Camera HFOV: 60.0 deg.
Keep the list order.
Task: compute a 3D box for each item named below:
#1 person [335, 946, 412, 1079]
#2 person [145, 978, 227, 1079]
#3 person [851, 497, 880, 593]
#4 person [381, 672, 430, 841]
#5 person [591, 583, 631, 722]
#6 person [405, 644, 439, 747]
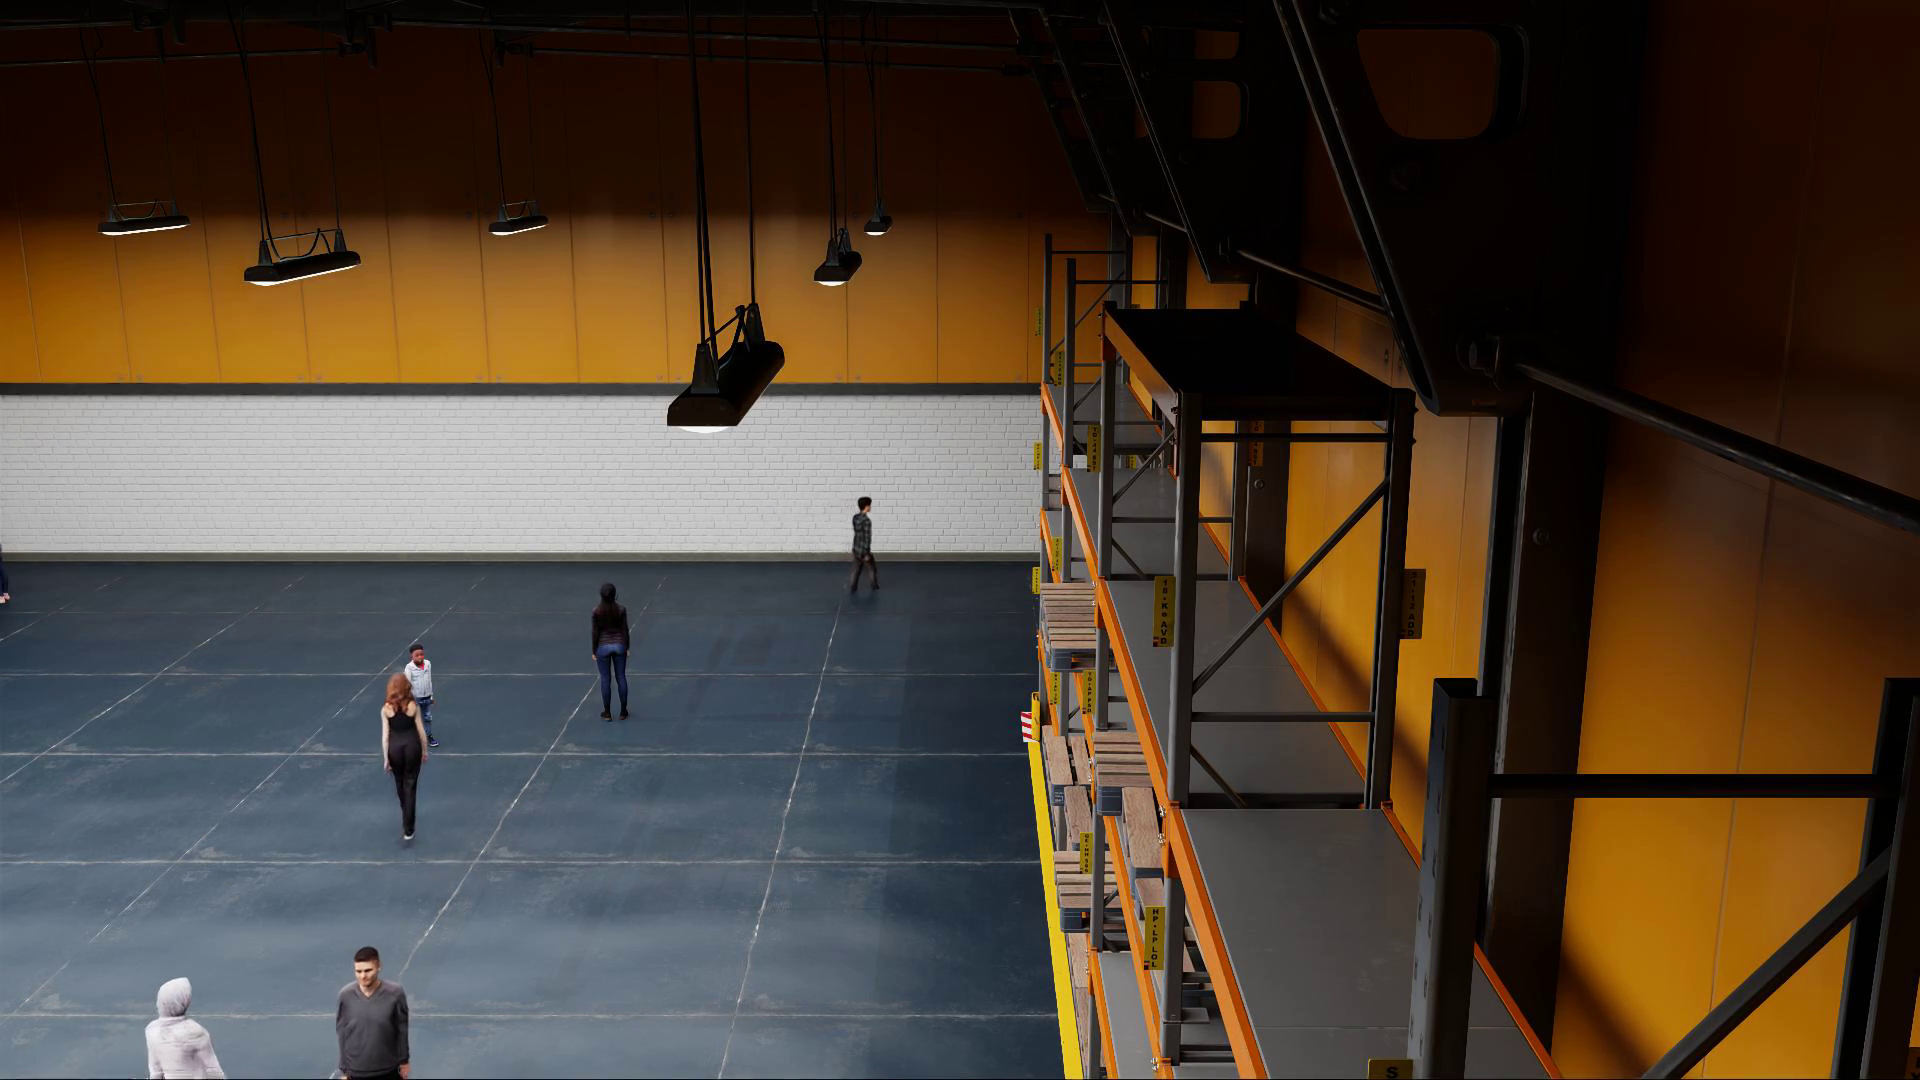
[{"bbox_3d":[-4.037,3.588,11.417,0.706,1.765,0.831,-3,14,-14],"label":"person"},{"bbox_3d":[-5.093,3.741,10.810,0.802,1.754,0.937,6,15,23],"label":"person"},{"bbox_3d":[-1.626,0.154,26.494,1.003,1.702,0.999,-9,16,-33],"label":"person"},{"bbox_3d":[-5.707,2.247,17.099,0.832,1.696,1.221,-4,14,-16],"label":"person"},{"bbox_3d":[-4.320,1.374,20.601,0.695,1.746,0.681,-5,14,-20],"label":"person"},{"bbox_3d":[-6.403,1.837,19.717,0.568,1.261,0.623,-12,18,-40],"label":"person"}]
